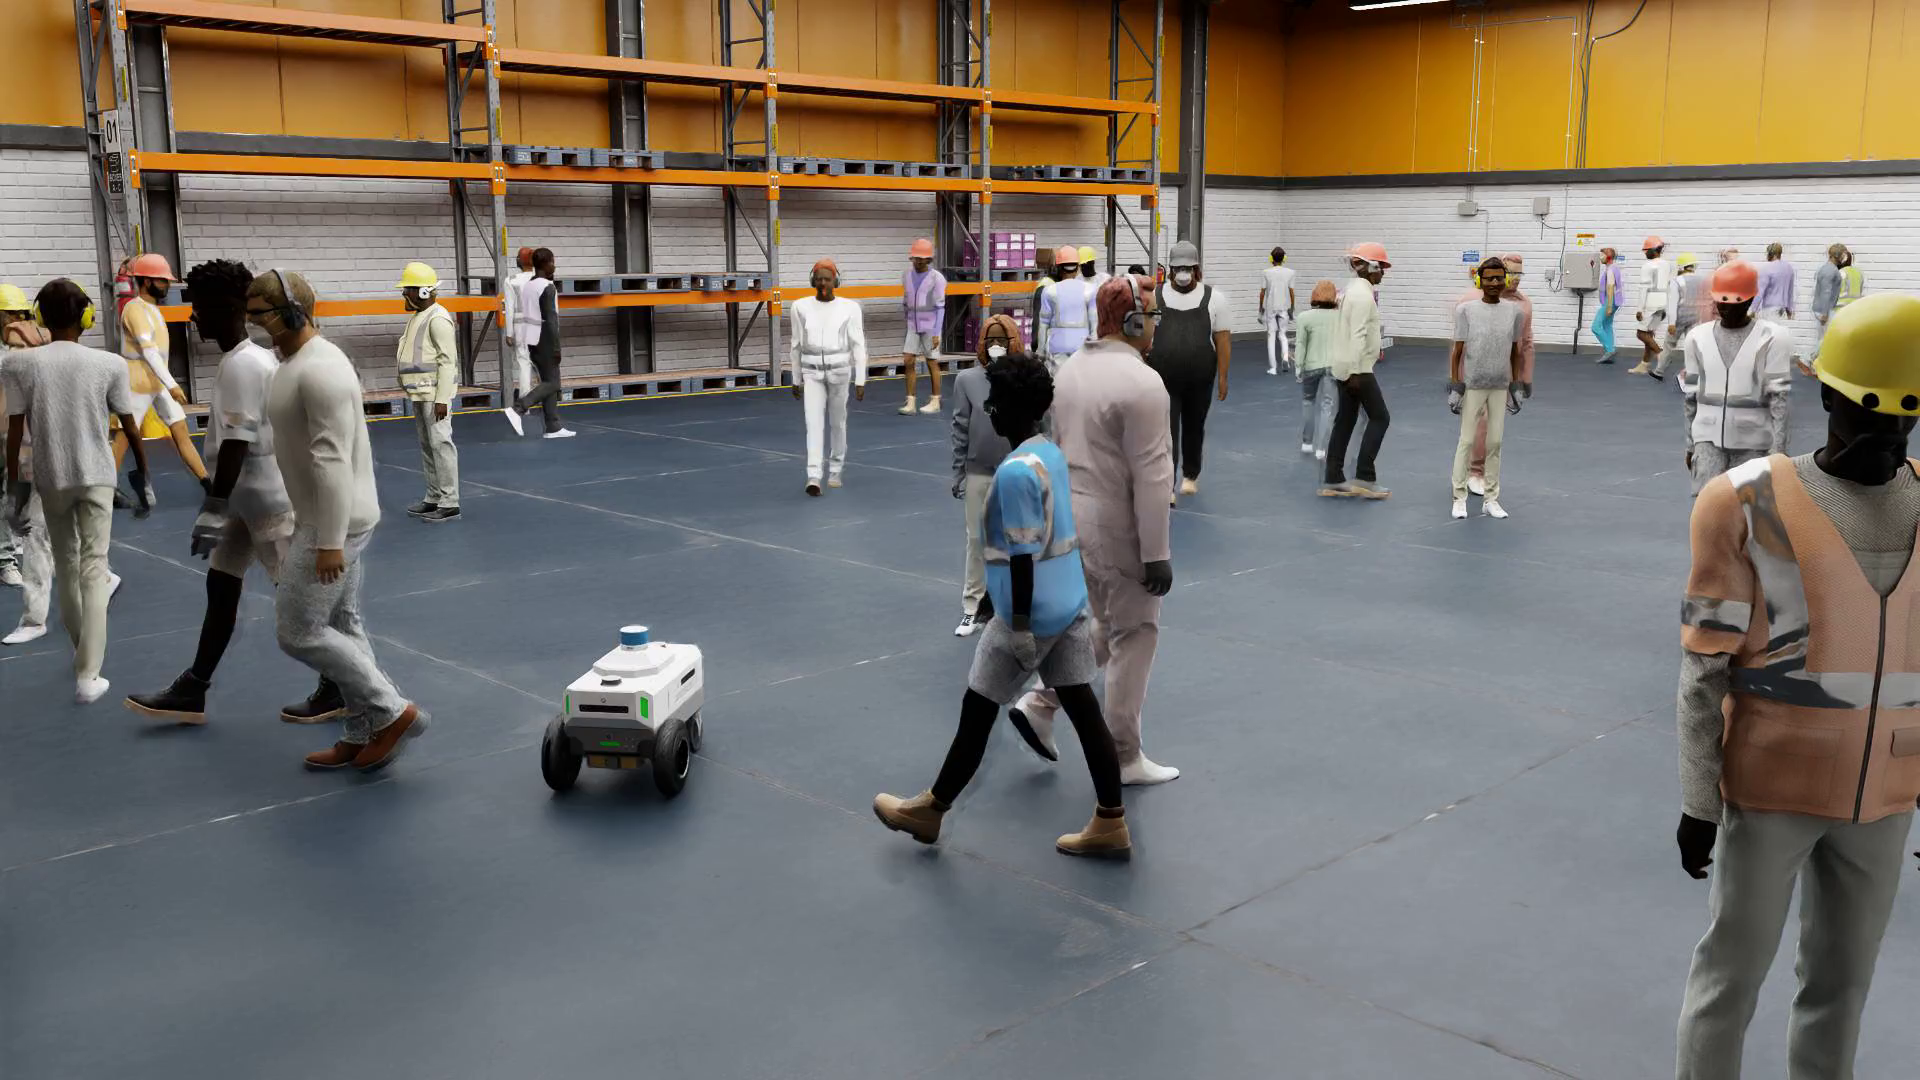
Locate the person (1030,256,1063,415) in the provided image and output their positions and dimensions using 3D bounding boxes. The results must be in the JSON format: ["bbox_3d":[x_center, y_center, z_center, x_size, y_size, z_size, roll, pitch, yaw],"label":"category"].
[{"bbox_3d":[1.133,-2.271,18.591,0.935,1.798,0.641,4,11,19],"label":"person"}]

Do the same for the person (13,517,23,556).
[{"bbox_3d":[-6.056,-0.718,10.584,0.524,1.630,0.315,8,13,37],"label":"person"}]

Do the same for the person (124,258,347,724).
[{"bbox_3d":[-2.969,-0.165,6.748,0.954,1.916,0.635,-5,12,-25],"label":"person"}]

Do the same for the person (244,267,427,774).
[{"bbox_3d":[-2.336,-0.039,6.136,0.476,1.909,0.644,-6,12,-29],"label":"person"}]

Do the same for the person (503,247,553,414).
[{"bbox_3d":[-4.881,-2.372,18.907,0.578,1.884,0.353,-6,12,-28],"label":"person"}]

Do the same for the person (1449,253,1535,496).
[{"bbox_3d":[4.190,-1.278,12.949,0.664,1.876,0.642,-4,11,-20],"label":"person"}]

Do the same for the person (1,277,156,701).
[{"bbox_3d":[-3.937,-0.250,7.477,0.566,1.825,0.924,-3,11,-18],"label":"person"}]

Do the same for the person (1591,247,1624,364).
[{"bbox_3d":[10.193,-3.681,26.180,0.461,1.827,0.604,5,11,25],"label":"person"}]

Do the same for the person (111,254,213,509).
[{"bbox_3d":[-5.942,-1.161,12.309,1.035,1.871,0.544,-1,10,-4],"label":"person"}]

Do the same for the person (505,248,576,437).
[{"bbox_3d":[-4.187,-1.939,16.492,0.669,1.902,0.610,-7,12,-33],"label":"person"}]

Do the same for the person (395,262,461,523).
[{"bbox_3d":[-3.772,-1.042,11.796,0.404,1.830,0.599,-7,13,-34],"label":"person"}]

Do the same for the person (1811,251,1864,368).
[{"bbox_3d":[12.905,-3.350,24.499,0.629,1.786,0.975,-7,12,-32],"label":"person"}]

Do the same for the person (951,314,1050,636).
[{"bbox_3d":[0.198,-0.317,8.379,0.498,1.634,0.282,2,11,10],"label":"person"}]

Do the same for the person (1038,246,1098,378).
[{"bbox_3d":[1.025,-1.828,15.844,0.565,1.911,0.745,0,10,-2],"label":"person"}]

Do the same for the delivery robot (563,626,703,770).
[{"bbox_3d":[-1.218,0.567,6.253,0.477,0.478,0.707,1,10,8],"label":"delivery robot"}]

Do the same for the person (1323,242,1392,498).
[{"bbox_3d":[3.131,-1.299,12.827,0.675,1.962,0.644,1,10,5],"label":"person"}]

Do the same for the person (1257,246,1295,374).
[{"bbox_3d":[4.601,-3.333,24.228,0.509,1.859,0.432,-1,10,-5],"label":"person"}]

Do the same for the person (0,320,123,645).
[{"bbox_3d":[-4.655,-0.329,8.524,0.513,1.604,0.797,5,11,24],"label":"person"}]

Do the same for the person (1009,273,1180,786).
[{"bbox_3d":[0.529,-0.018,6.074,0.517,1.893,0.649,-4,11,-20],"label":"person"}]

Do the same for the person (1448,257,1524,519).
[{"bbox_3d":[3.772,-1.079,11.910,0.534,1.865,0.315,0,10,-2],"label":"person"}]

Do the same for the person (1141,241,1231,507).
[{"bbox_3d":[1.707,-1.309,12.681,0.693,2.000,1.012,1,10,7],"label":"person"}]

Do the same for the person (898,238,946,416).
[{"bbox_3d":[-0.418,-2.370,18.636,0.627,1.975,0.861,7,12,32],"label":"person"}]

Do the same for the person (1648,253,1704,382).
[{"bbox_3d":[9.810,-2.999,22.598,0.613,1.781,0.948,-3,11,-16],"label":"person"}]

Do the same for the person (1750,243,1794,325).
[{"bbox_3d":[11.932,-3.430,24.626,0.665,1.896,0.959,-6,12,-29],"label":"person"}]

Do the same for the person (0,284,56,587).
[{"bbox_3d":[-5.471,-0.609,9.680,0.295,1.744,0.485,3,11,17],"label":"person"}]

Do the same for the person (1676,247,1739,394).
[{"bbox_3d":[9.504,-2.727,20.879,0.655,1.878,0.887,-5,12,-27],"label":"person"}]

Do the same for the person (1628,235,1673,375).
[{"bbox_3d":[9.999,-3.357,23.907,0.633,2.020,0.689,-6,12,-32],"label":"person"}]

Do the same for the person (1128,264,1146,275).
[{"bbox_3d":[2.266,-2.669,21.112,0.534,1.667,0.779,4,11,23],"label":"person"}]

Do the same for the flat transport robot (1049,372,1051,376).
[{"bbox_3d":[0.864,-2.255,22.670,0.652,0.197,1.431,7,12,33],"label":"flat transport robot"}]

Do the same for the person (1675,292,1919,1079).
[{"bbox_3d":[1.696,0.482,3.254,0.585,1.917,0.382,-1,10,-4],"label":"person"}]

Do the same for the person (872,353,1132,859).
[{"bbox_3d":[0.163,0.220,5.404,0.915,1.635,0.541,4,11,19],"label":"person"}]

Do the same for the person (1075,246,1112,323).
[{"bbox_3d":[1.518,-2.493,19.542,0.605,1.885,0.790,7,13,35],"label":"person"}]

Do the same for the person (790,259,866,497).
[{"bbox_3d":[-1.039,-1.273,13.060,0.605,1.827,1.002,0,10,3],"label":"person"}]

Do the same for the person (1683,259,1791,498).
[{"bbox_3d":[4.168,-0.544,8.893,0.578,1.903,0.747,9,14,41],"label":"person"}]

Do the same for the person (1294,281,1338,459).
[{"bbox_3d":[3.318,-1.566,15.253,0.517,1.599,0.739,1,10,8],"label":"person"}]

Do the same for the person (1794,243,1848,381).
[{"bbox_3d":[12.010,-3.162,23.103,0.468,1.918,0.628,5,11,24],"label":"person"}]
